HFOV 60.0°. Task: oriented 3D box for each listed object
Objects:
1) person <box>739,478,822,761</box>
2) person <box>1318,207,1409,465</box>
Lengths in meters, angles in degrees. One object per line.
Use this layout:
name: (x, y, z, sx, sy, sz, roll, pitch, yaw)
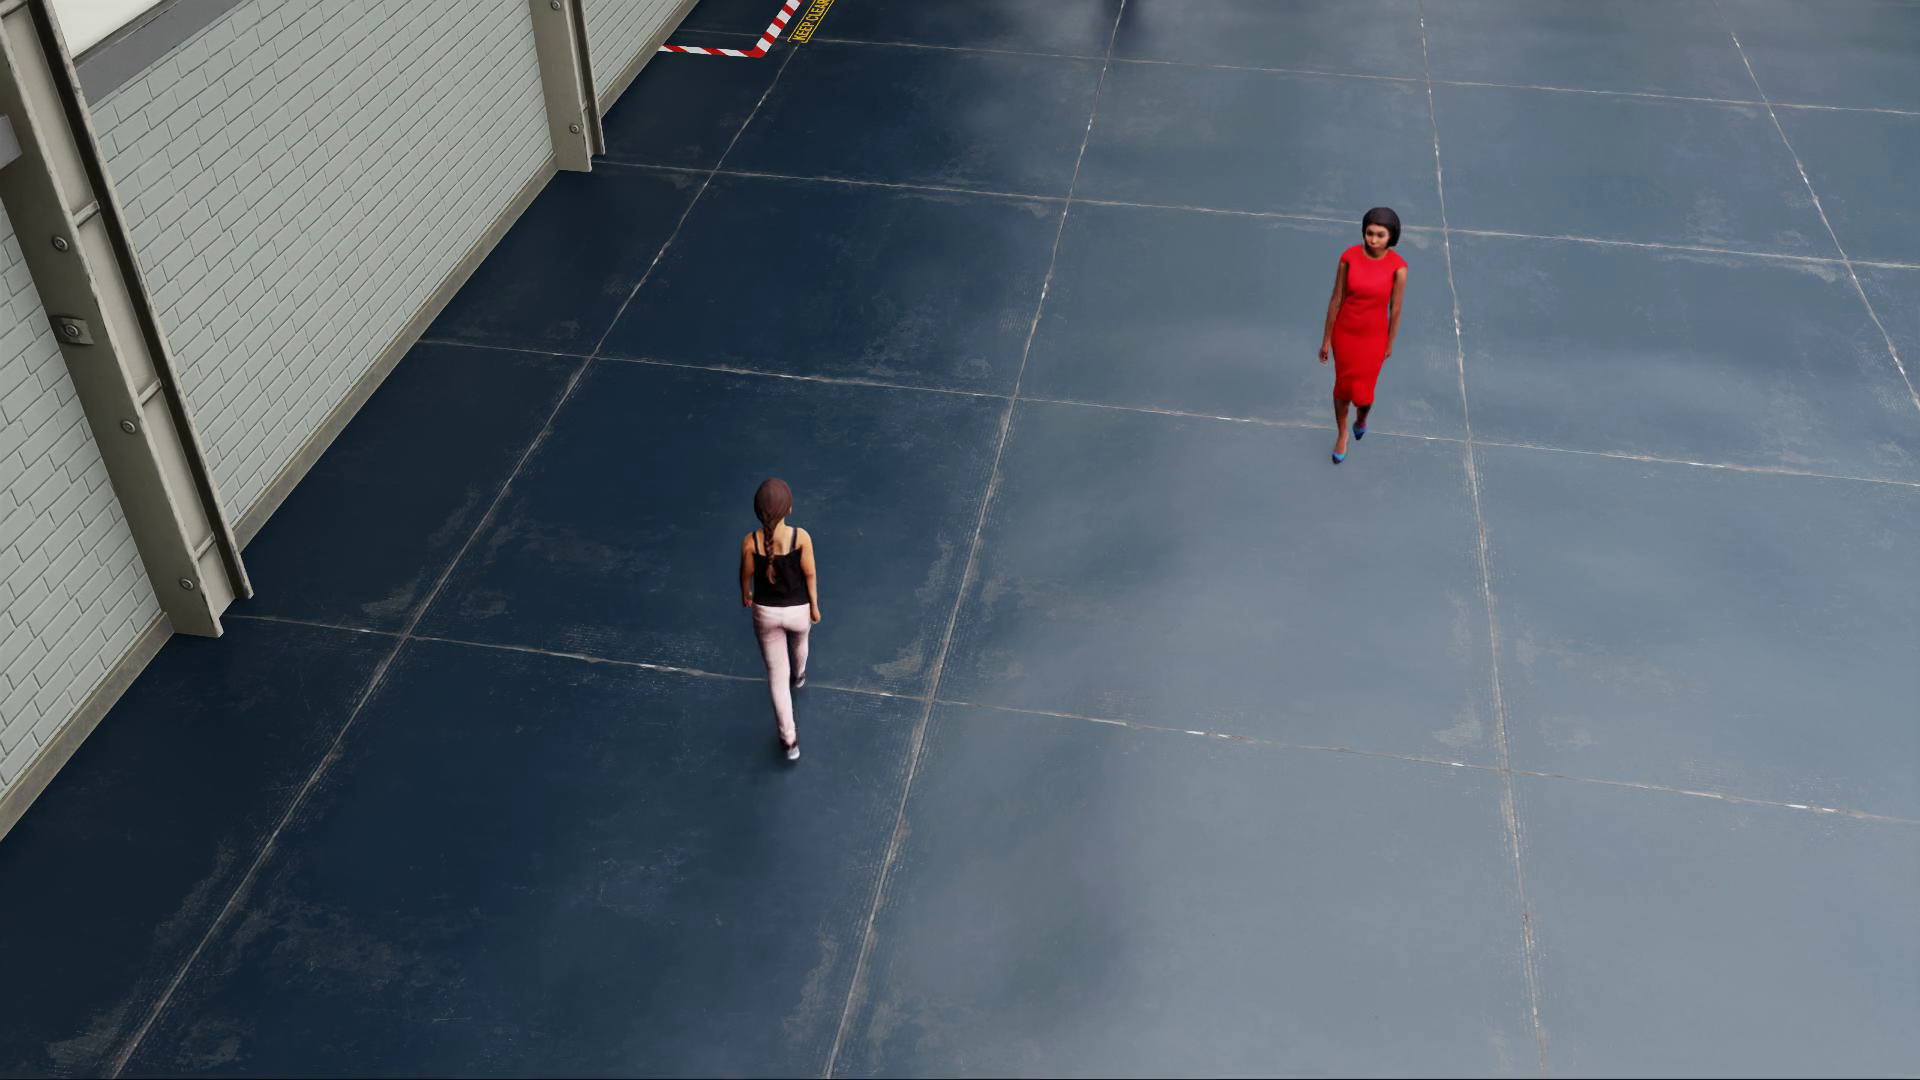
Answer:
person: (-0.882, 0.414, 8.249, 0.764, 1.520, 1.080, -6, 38, -7)
person: (2.471, -1.268, 10.225, 0.659, 1.734, 0.739, 15, 40, 18)
